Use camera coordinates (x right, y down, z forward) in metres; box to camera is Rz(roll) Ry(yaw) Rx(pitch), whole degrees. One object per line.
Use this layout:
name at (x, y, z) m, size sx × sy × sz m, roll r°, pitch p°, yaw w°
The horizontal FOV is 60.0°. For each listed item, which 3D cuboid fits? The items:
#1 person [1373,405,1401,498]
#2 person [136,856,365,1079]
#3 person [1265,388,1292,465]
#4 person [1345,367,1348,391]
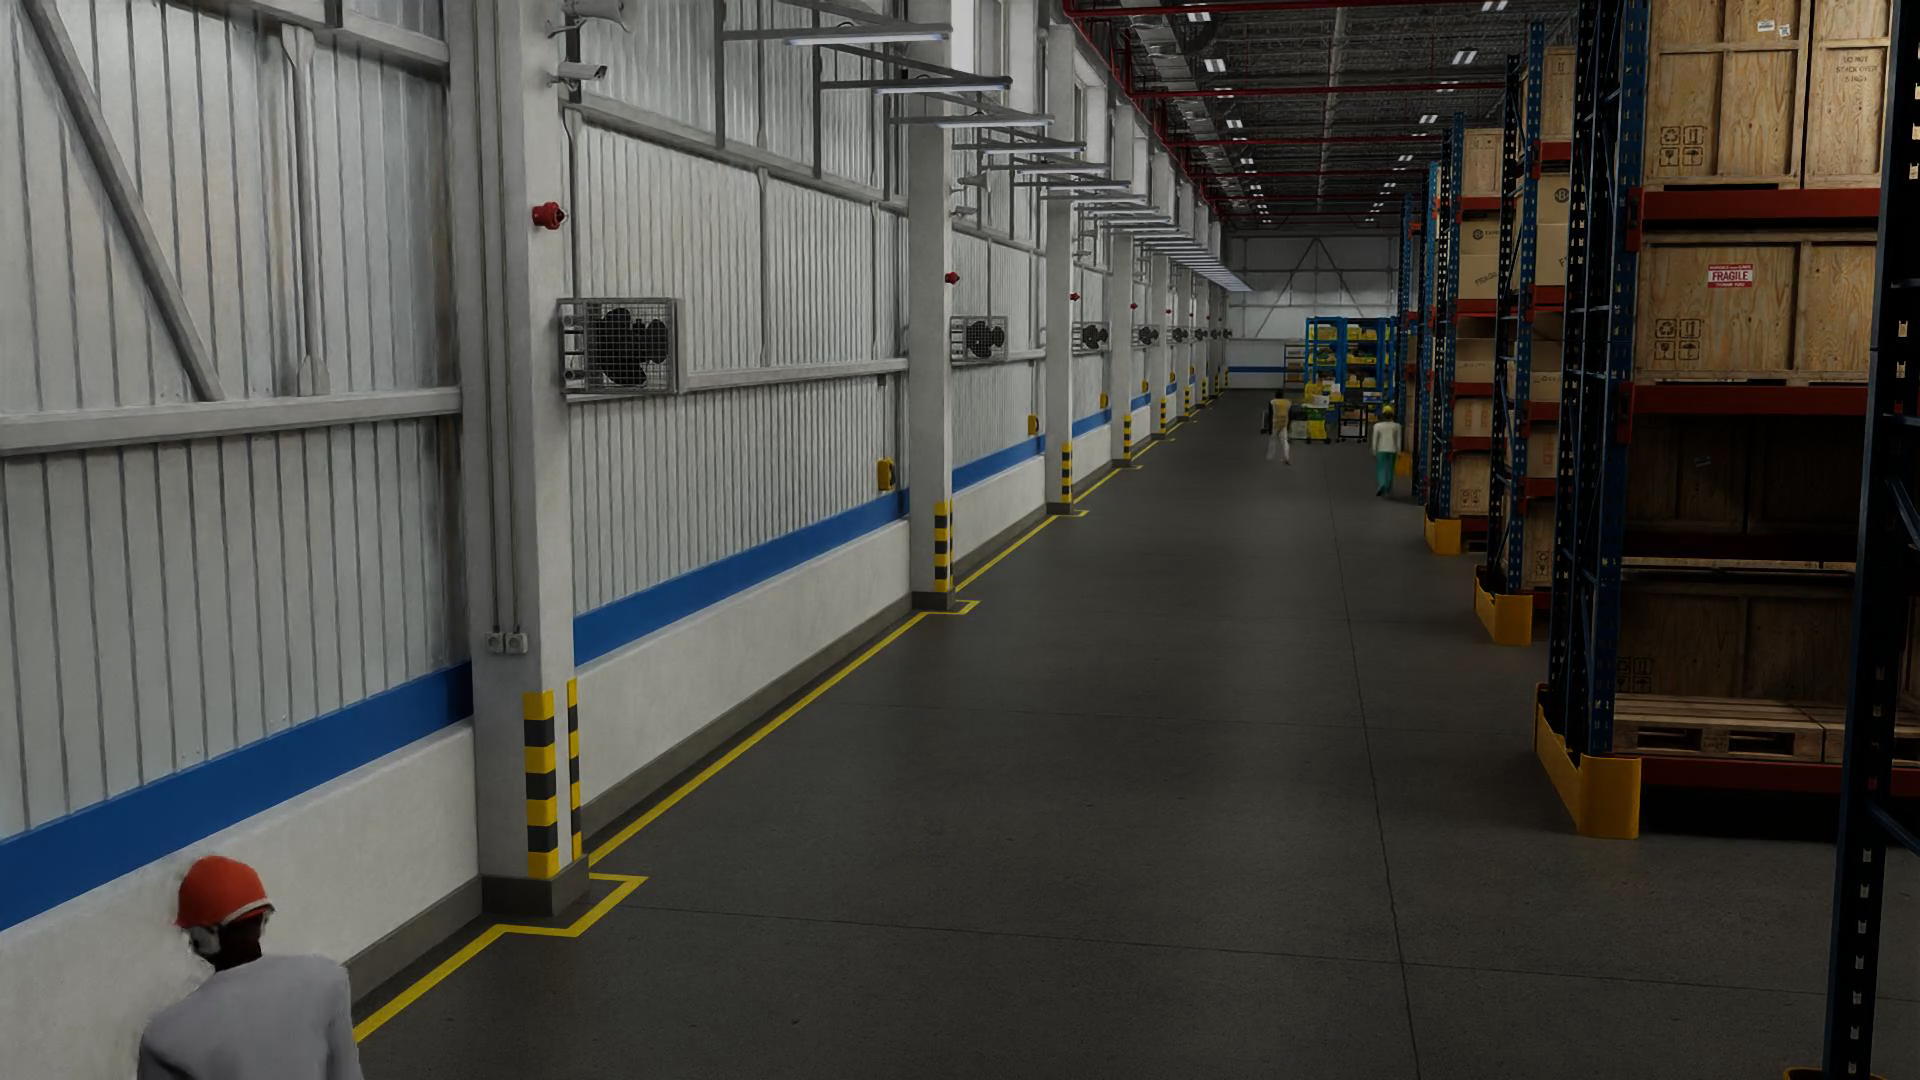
person at (7.985, -1.652, 31.108) m, size 0.531 × 1.754 × 0.396 m, roll 1°, pitch 7°, yaw 9°
person at (-1.921, 1.692, 4.491) m, size 0.759 × 1.717 × 0.601 m, roll 5°, pitch 9°, yaw 37°
person at (7.519, -2.669, 39.085) m, size 0.644 × 1.800 × 0.949 m, roll -2°, pitch 7°, yaw -16°
person at (15.013, -5.885, 64.678) m, size 0.694 × 1.829 × 0.578 m, roll 1°, pitch 7°, yaw 6°
